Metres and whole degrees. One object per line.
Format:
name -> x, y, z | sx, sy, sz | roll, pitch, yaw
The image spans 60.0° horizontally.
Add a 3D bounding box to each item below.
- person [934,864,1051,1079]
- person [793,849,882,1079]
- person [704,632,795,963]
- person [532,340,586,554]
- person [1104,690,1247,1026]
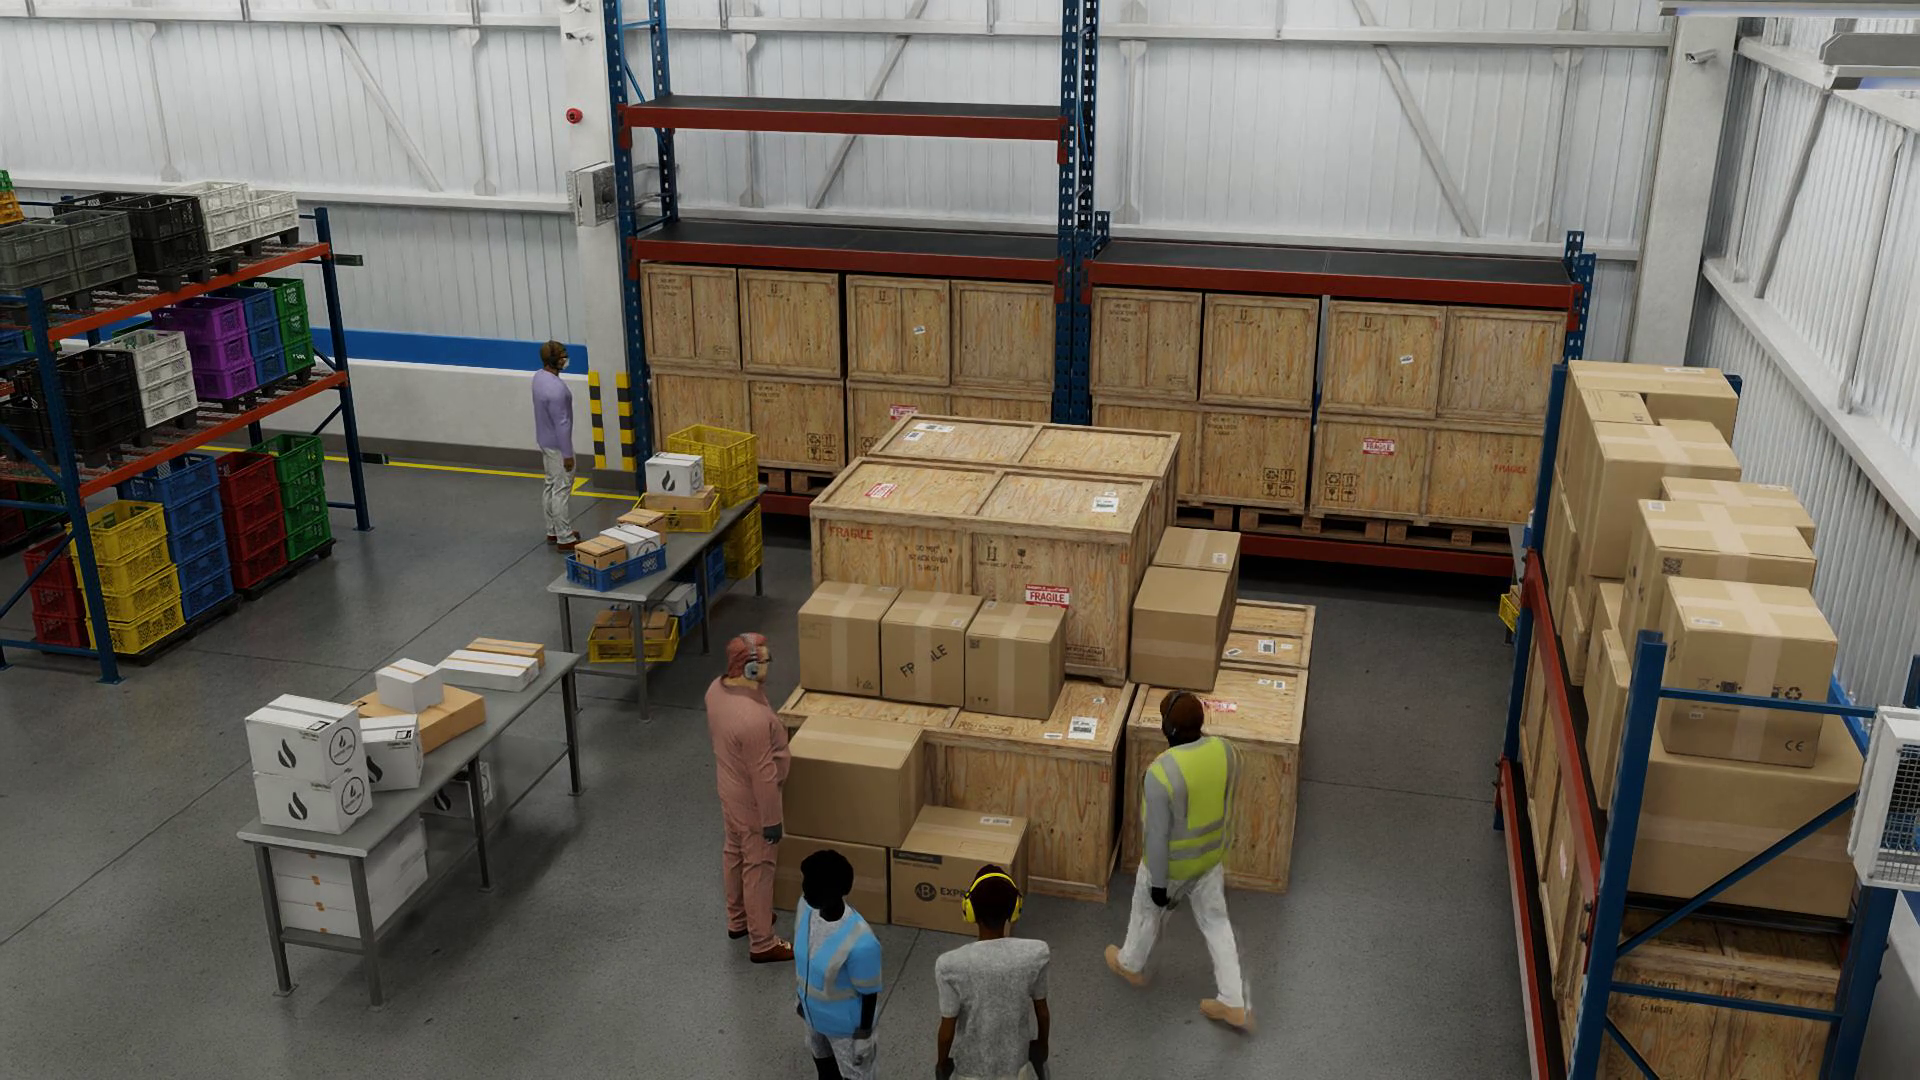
person -> 0.128, 2.208, 7.018 | 0.532, 1.862, 0.319 | -6, 22, -16
person -> -0.560, 2.133, 7.463 | 0.321, 1.681, 0.530 | -18, 27, -39
person -> -1.121, 1.393, 9.088 | 0.409, 1.909, 0.639 | -11, 24, -27
person -> -3.600, -0.841, 14.890 | 0.354, 1.937, 0.635 | -11, 24, -27
person -> 1.175, 1.633, 8.633 | 0.624, 1.800, 0.927 | -14, 25, -32
